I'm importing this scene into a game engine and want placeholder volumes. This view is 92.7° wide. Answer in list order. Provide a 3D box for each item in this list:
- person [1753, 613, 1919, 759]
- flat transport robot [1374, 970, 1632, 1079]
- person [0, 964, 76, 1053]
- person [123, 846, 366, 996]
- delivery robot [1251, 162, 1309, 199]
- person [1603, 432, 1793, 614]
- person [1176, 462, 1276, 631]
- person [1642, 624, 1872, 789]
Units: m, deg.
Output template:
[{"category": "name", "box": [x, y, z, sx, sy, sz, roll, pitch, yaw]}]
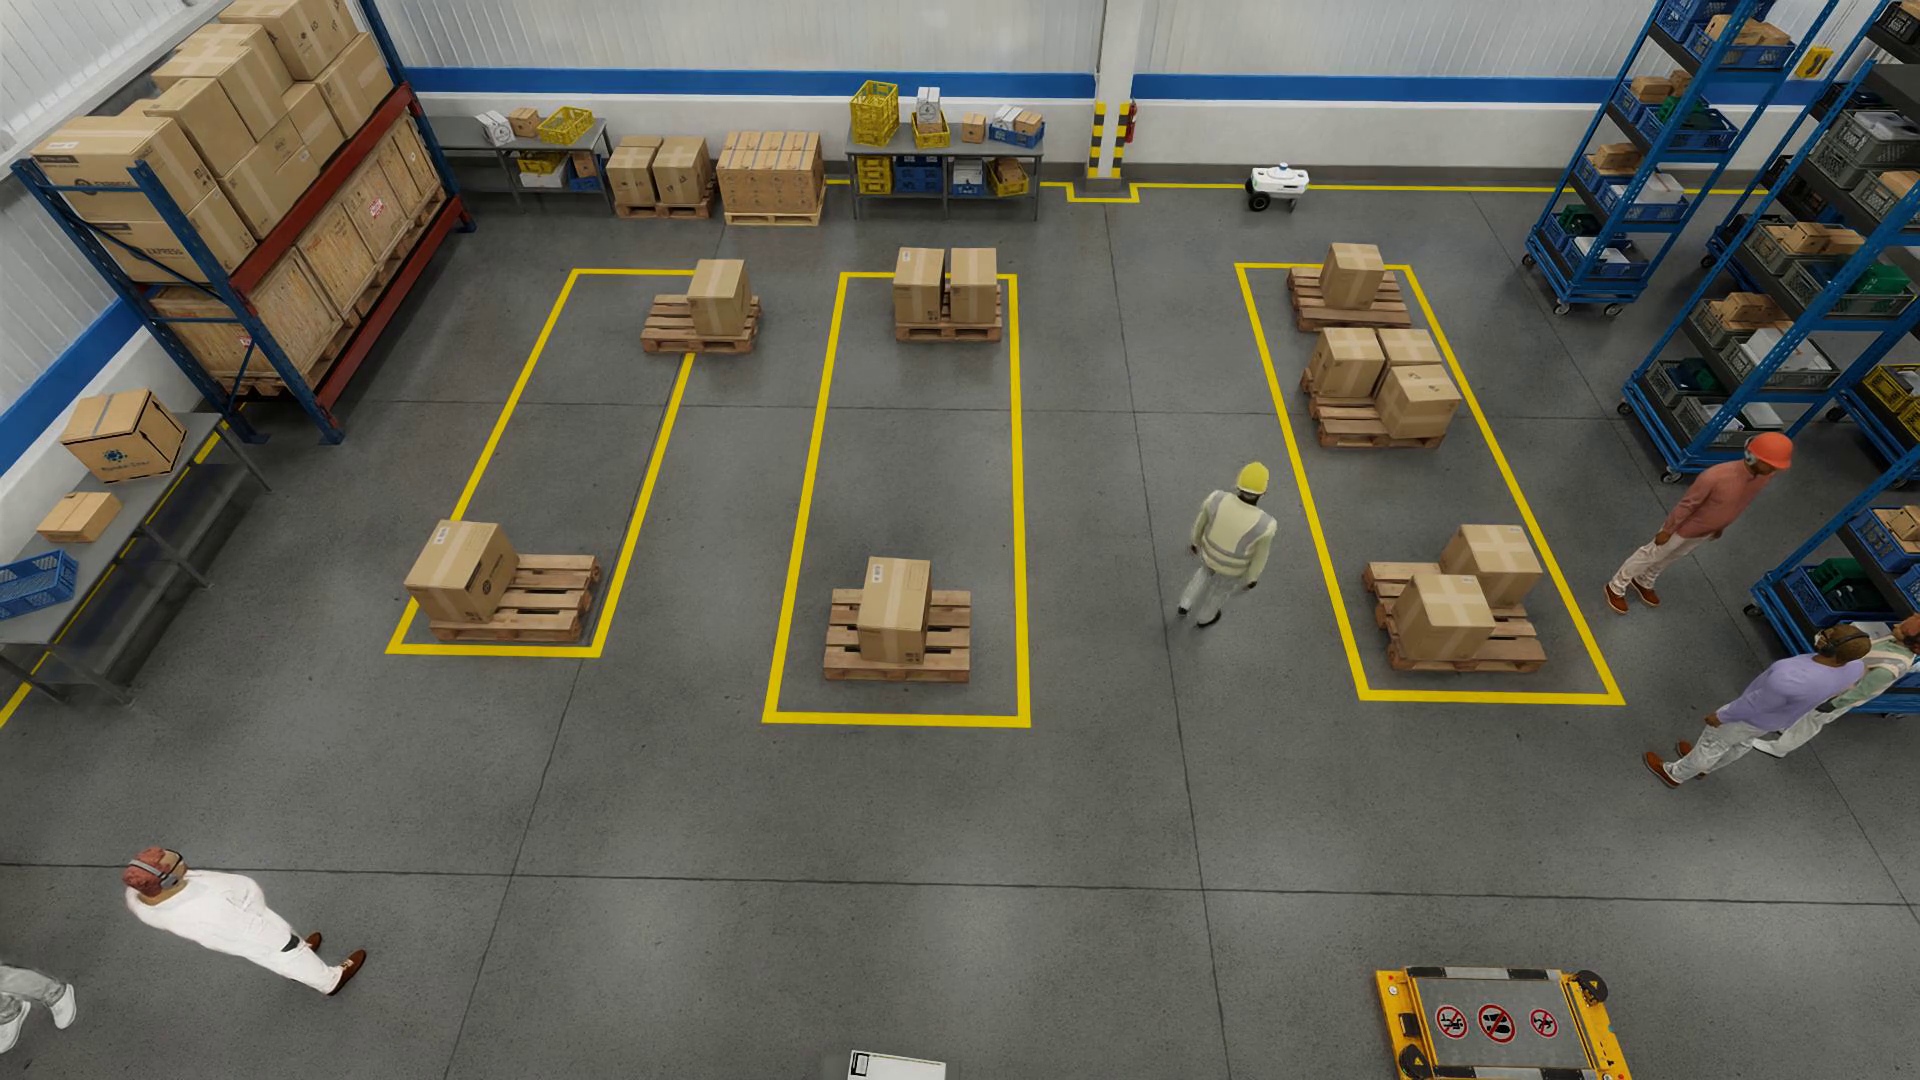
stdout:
[{"category": "person", "box": [6.466, 1.082, 6.708, 0.520, 1.639, 0.312, -36, 59, -25]}, {"category": "flat transport robot", "box": [3.501, 3.133, 5.914, 1.431, 0.197, 0.652, 1, 51, 1]}, {"category": "person", "box": [-6.065, 2.528, 5.356, 0.587, 1.915, 0.395, -17, 53, -13]}, {"category": "person", "box": [-4.323, 2.311, 5.544, 0.645, 1.899, 0.401, 13, 52, 10]}, {"category": "delivery robot", "box": [4.206, -4.724, 12.079, 0.707, 0.478, 0.477, 4, 51, 3]}, {"category": "person", "box": [5.997, -0.127, 7.467, 0.612, 1.997, 0.375, -10, 51, -8]}, {"category": "person", "box": [2.175, 0.107, 7.400, 0.460, 1.803, 0.618, -36, 59, -25]}, {"category": "person", "box": [5.589, 1.192, 6.429, 0.631, 1.940, 0.372, -11, 52, -9]}]
